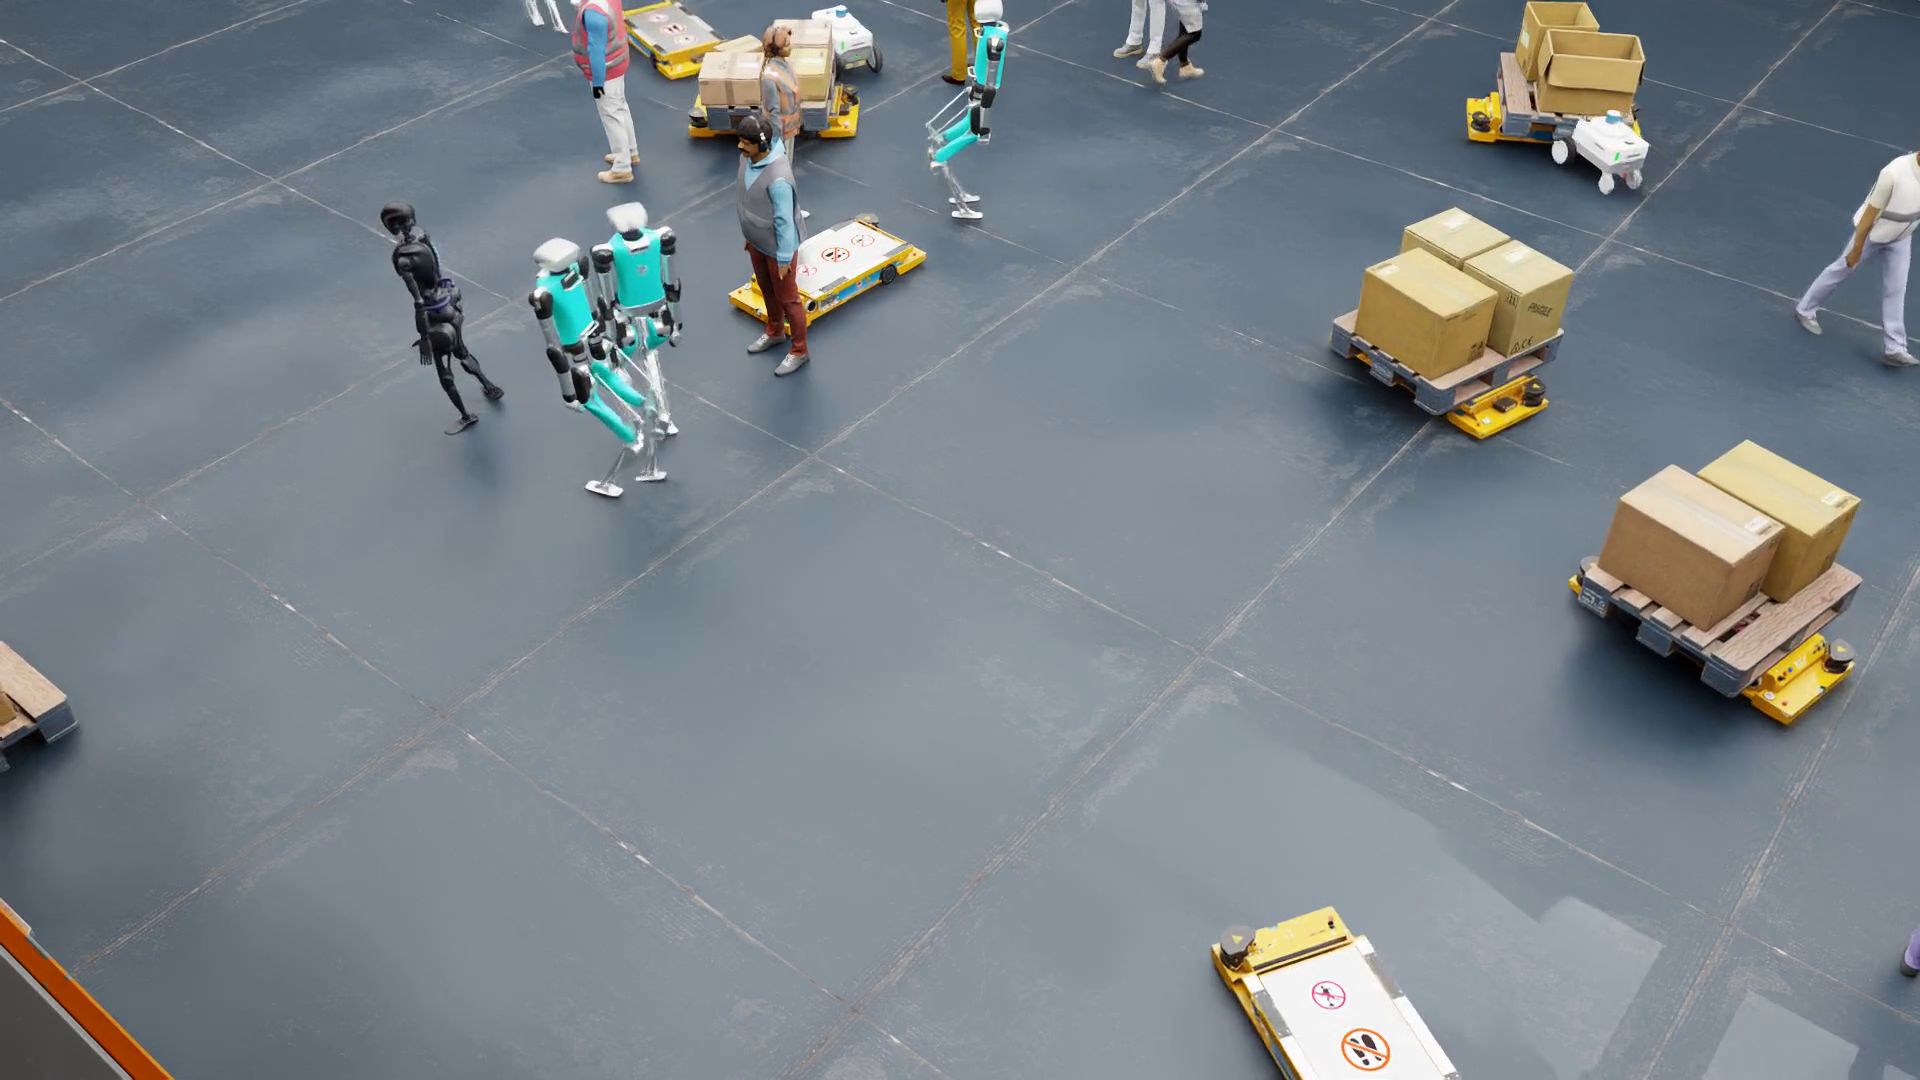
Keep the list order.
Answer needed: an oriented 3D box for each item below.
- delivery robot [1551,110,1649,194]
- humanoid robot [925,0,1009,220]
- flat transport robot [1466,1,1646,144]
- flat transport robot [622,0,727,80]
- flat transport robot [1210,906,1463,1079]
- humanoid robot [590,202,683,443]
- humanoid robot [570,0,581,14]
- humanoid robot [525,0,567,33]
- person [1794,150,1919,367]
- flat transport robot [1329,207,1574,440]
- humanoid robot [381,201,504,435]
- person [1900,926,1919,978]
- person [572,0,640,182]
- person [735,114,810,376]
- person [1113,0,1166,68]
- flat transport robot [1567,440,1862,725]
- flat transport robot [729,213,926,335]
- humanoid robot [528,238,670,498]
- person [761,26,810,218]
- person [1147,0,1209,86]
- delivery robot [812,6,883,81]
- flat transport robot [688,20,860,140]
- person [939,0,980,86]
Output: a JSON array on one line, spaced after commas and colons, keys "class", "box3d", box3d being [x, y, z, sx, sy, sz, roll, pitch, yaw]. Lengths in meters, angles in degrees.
[{"class": "delivery robot", "box3d": [5.294, -3.243, 13.668, 0.499, 0.589, 0.784, -12, 42, -14]}, {"class": "humanoid robot", "box3d": [-0.007, -3.294, 12.747, 0.740, 1.705, 0.530, -2, 40, -2]}, {"class": "flat transport robot", "box3d": [5.116, -3.603, 14.316, 1.431, 0.231, 0.659, 7, 41, 8]}, {"class": "flat transport robot", "box3d": [-2.728, -4.729, 15.641, 0.659, 0.231, 1.431, -22, 45, -24]}, {"class": "flat transport robot", "box3d": [1.740, 2.267, 7.411, 0.659, 0.231, 1.431, -14, 42, -16]}, {"class": "humanoid robot", "box3d": [-2.076, -1.413, 10.591, 0.535, 1.782, 0.688, -20, 44, -22]}, {"class": "humanoid robot", "box3d": [-3.396, -5.319, 15.264, 0.805, 1.838, 0.539, -27, 47, -28]}, {"class": "humanoid robot", "box3d": [-4.027, -5.637, 15.584, 0.530, 1.774, 0.797, -24, 46, -26]}, {"class": "person", "box3d": [6.330, -2.036, 11.316, 0.578, 1.772, 1.016, -13, 42, -15]}, {"class": "flat transport robot", "box3d": [3.301, -1.212, 11.504, 0.659, 0.231, 1.431, -24, 46, -26]}, {"class": "humanoid robot", "box3d": [-3.327, -1.456, 10.710, 0.455, 1.645, 0.624, -1, 40, -1]}, {"class": "person", "box3d": [4.639, 1.379, 7.246, 0.558, 1.836, 0.376, 31, 49, 31]}, {"class": "person", "box3d": [-2.858, -3.776, 13.319, 0.431, 1.836, 0.628, -1, 40, -1]}, {"class": "person", "box3d": [-1.258, -2.005, 11.204, 0.417, 1.870, 0.535, -26, 47, -27]}, {"class": "person", "box3d": [1.694, -5.205, 14.957, 0.356, 1.882, 0.571, -27, 47, -28]}, {"class": "flat transport robot", "box3d": [4.295, 0.454, 9.543, 0.659, 0.231, 1.431, -27, 47, -28]}, {"class": "flat transport robot", "box3d": [-0.979, -2.005, 12.437, 0.659, 0.231, 1.431, 31, 49, 31]}, {"class": "humanoid robot", "box3d": [-2.102, -0.978, 10.079, 0.746, 1.758, 0.536, 13, 42, 15]}, {"class": "person", "box3d": [-1.352, -3.128, 12.697, 0.309, 1.642, 0.514, 4, 41, 5]}, {"class": "person", "box3d": [1.959, -4.804, 14.630, 0.591, 1.679, 0.544, -11, 42, -12]}, {"class": "delivery robot", "box3d": [-1.070, -4.569, 15.247, 0.516, 0.614, 0.785, -19, 44, -20]}, {"class": "flat transport robot", "box3d": [-1.608, -3.732, 14.469, 1.431, 0.231, 0.659, 0, 40, 0]}, {"class": "person", "box3d": [0.020, -4.924, 14.733, 0.348, 1.747, 0.528, 29, 48, 30]}]
